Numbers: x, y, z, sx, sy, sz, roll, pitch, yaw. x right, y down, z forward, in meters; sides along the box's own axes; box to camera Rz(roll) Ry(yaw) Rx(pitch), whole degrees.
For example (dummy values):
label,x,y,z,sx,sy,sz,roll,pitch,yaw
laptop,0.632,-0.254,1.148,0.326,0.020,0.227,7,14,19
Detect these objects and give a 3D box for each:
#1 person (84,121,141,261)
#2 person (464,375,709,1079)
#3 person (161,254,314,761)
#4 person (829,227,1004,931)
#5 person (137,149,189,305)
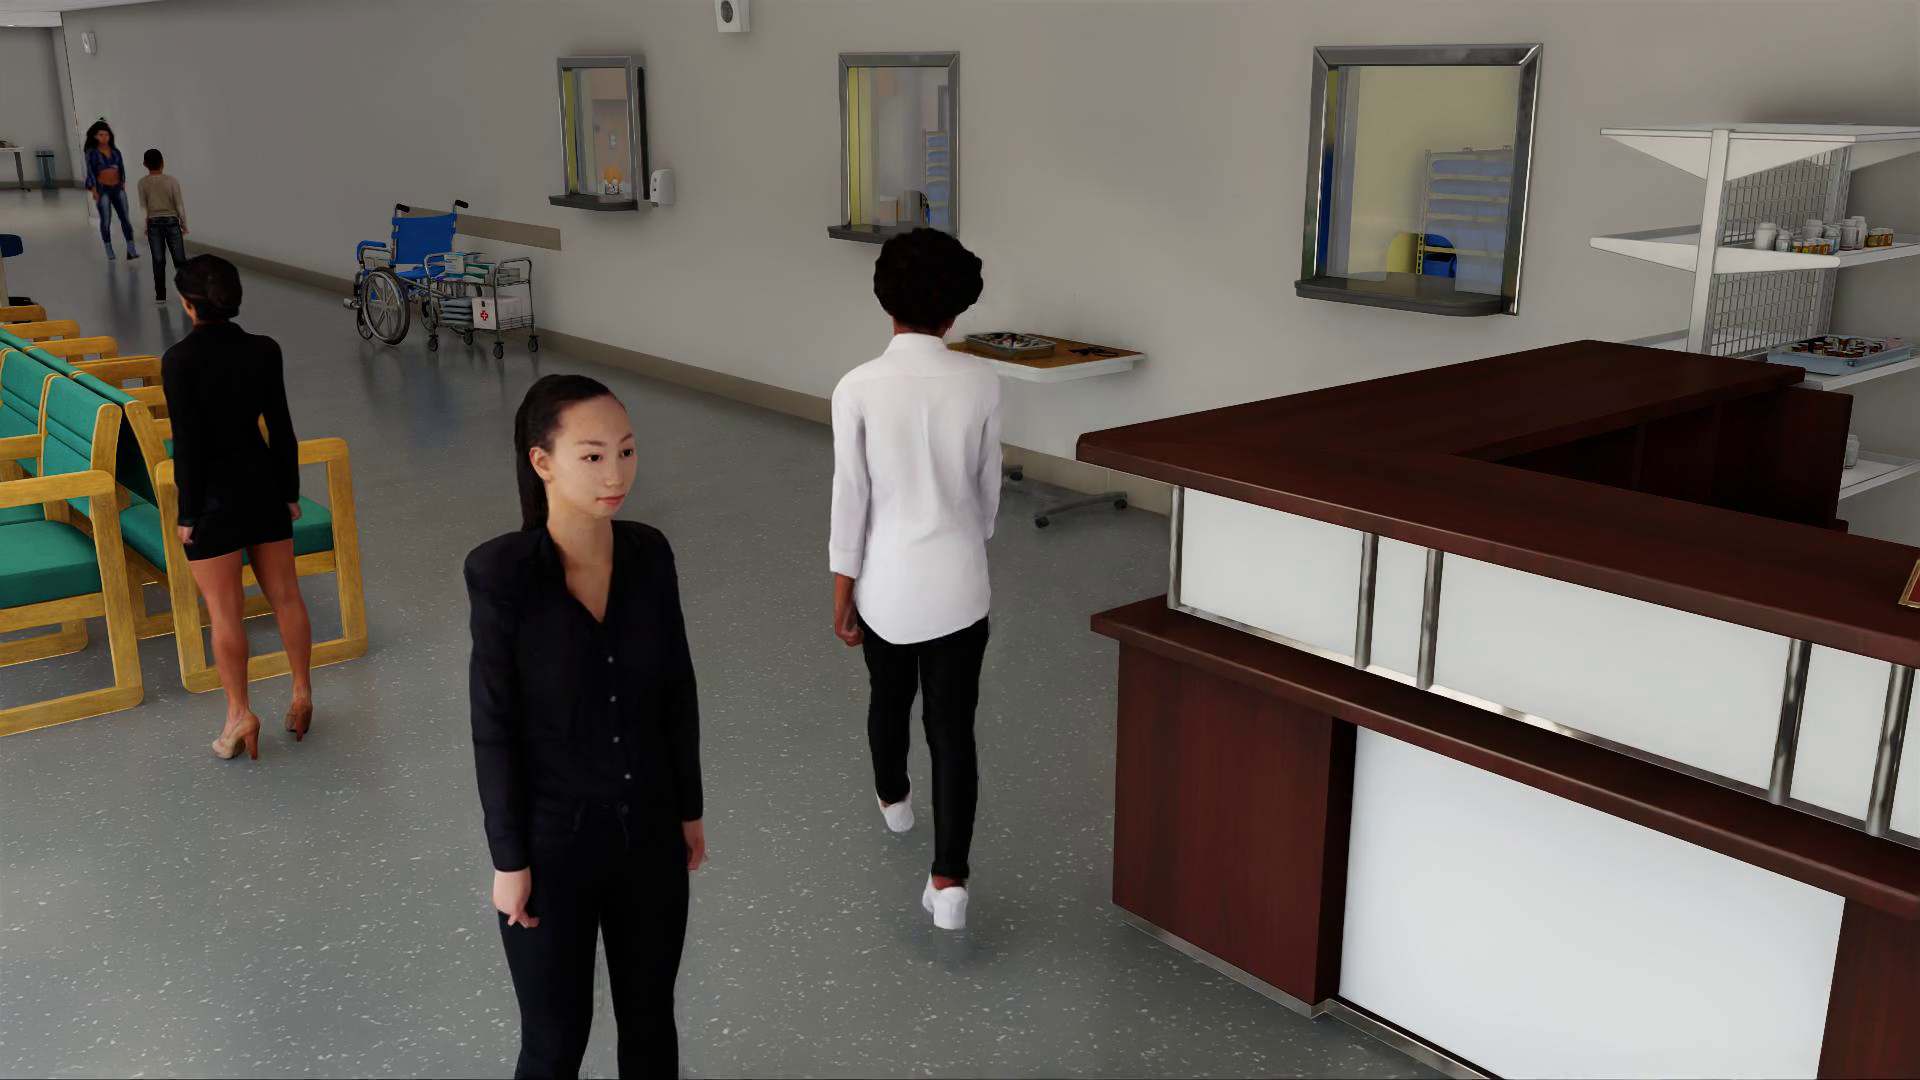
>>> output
label,x,y,z,sx,sy,sz,roll,pitch,yaw
person,-10.056,-4.091,19.591,0.754,1.598,0.827,14,21,41
person,-0.651,0.548,2.923,0.416,1.713,0.630,-13,20,-39
person,-2.322,-0.097,5.346,0.678,1.639,0.615,12,20,37
person,-0.068,0.139,4.295,1.212,1.757,1.112,-3,16,-10
person,-7.700,-3.033,16.081,0.543,1.465,0.666,-6,17,-20
